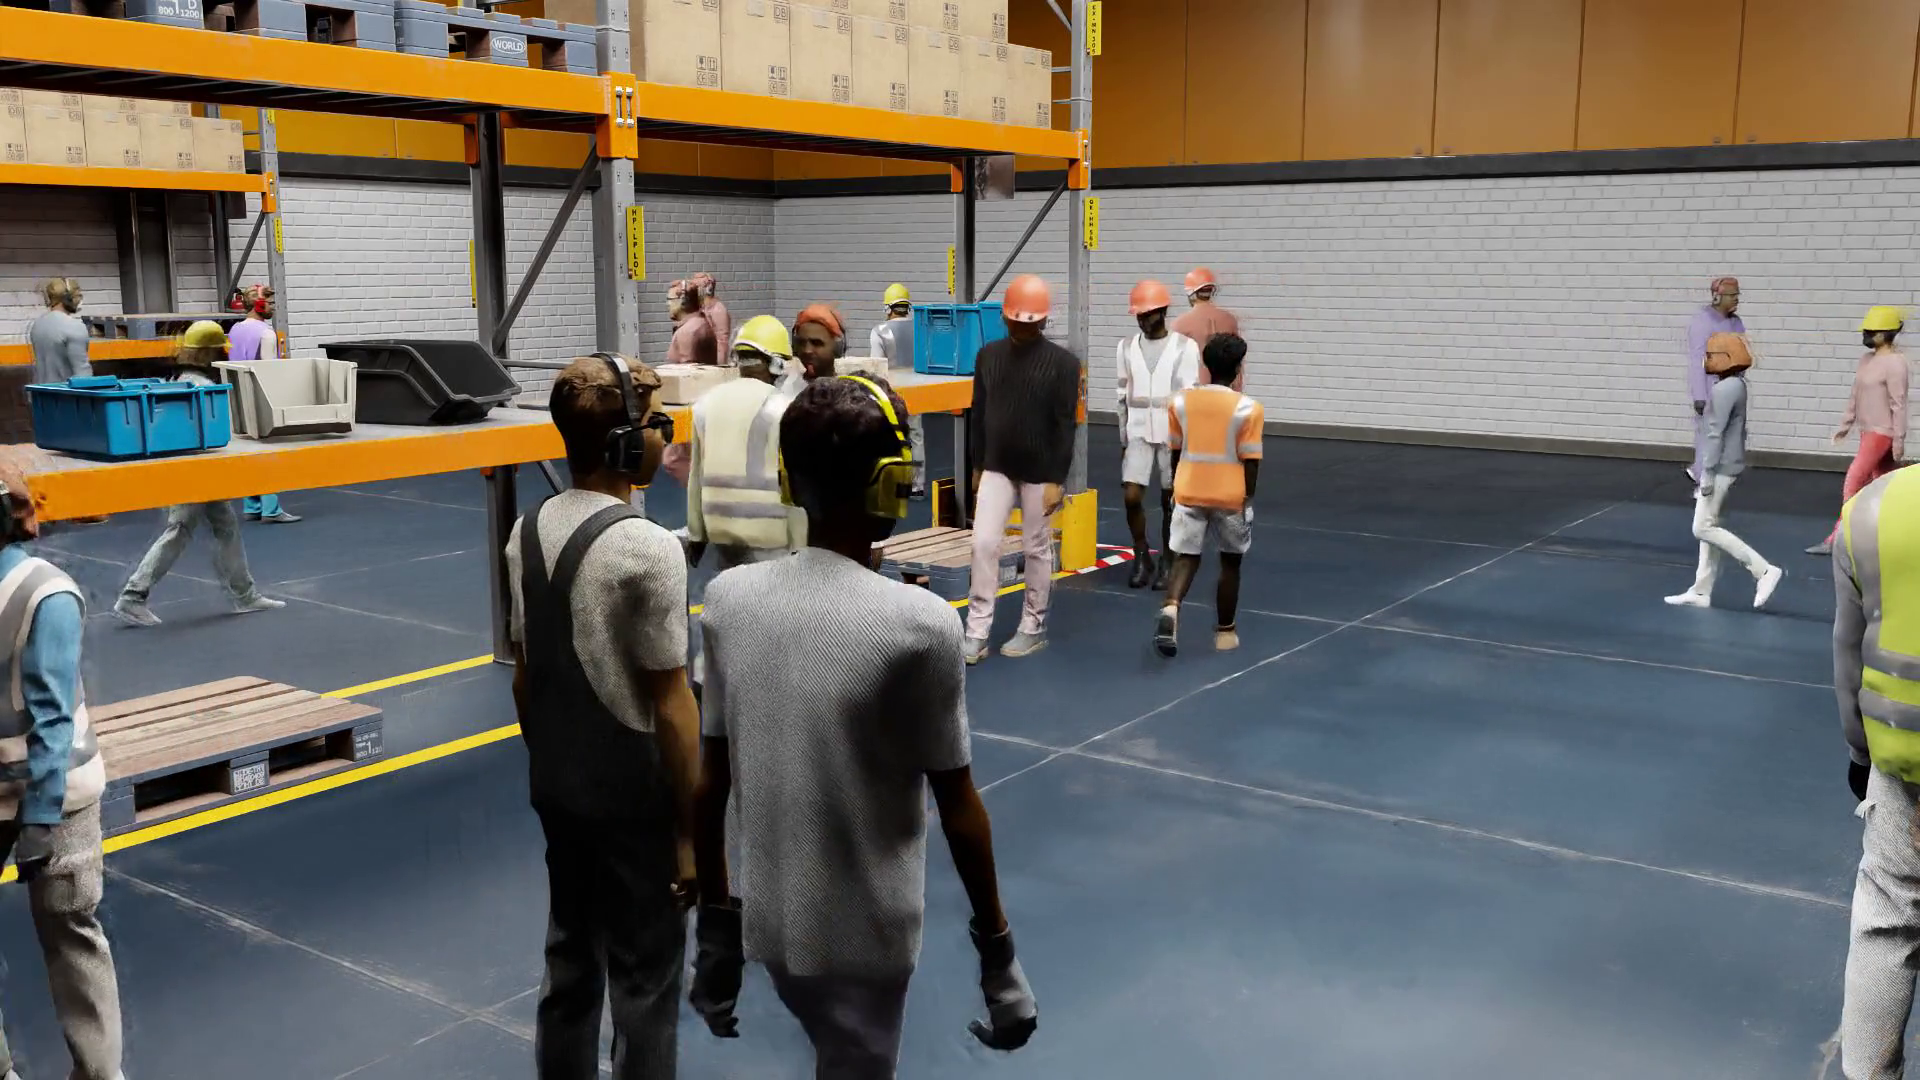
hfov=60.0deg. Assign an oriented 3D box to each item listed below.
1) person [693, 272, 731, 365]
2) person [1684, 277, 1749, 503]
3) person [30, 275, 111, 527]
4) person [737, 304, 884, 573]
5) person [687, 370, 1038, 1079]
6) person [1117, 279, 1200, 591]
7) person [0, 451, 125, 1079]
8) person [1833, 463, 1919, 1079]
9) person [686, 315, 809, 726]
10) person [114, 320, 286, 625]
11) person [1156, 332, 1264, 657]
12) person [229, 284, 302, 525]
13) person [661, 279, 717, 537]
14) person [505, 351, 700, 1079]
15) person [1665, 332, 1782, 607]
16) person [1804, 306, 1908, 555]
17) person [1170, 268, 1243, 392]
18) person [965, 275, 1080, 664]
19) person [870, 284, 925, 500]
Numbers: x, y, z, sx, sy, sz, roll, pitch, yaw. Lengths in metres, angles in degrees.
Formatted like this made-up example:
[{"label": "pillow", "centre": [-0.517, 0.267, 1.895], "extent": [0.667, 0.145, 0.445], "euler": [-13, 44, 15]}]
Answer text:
[{"label": "person", "centre": [-2.543, -1.701, 16.556], "extent": [0.410, 1.912, 0.643], "euler": [-7, 12, -38]}, {"label": "person", "centre": [6.345, -1.246, 13.905], "extent": [0.665, 1.888, 0.433], "euler": [-7, 12, -34]}, {"label": "person", "centre": [-6.760, -1.013, 12.465], "extent": [0.632, 1.920, 0.625], "euler": [6, 11, 32]}, {"label": "person", "centre": [-0.619, -0.059, 7.006], "extent": [0.586, 1.869, 0.740], "euler": [4, 10, 24]}, {"label": "person", "centre": [-0.144, 0.657, 2.719], "extent": [0.538, 1.849, 0.618], "euler": [8, 13, 40]}, {"label": "person", "centre": [1.207, -0.625, 10.153], "extent": [0.570, 1.914, 0.479], "euler": [4, 10, 21]}, {"label": "person", "centre": [-2.153, 0.603, 3.711], "extent": [0.519, 1.618, 0.556], "euler": [5, 11, 25]}, {"label": "person", "centre": [2.221, 0.503, 3.638], "extent": [0.429, 1.844, 0.627], "euler": [-5, 11, -28]}, {"label": "person", "centre": [-0.895, -0.041, 7.021], "extent": [0.599, 1.803, 0.562], "euler": [7, 12, 35]}, {"label": "person", "centre": [-4.331, -0.379, 9.313], "extent": [0.884, 1.699, 0.494], "euler": [-6, 11, -33]}, {"label": "person", "centre": [1.251, -0.209, 8.368], "extent": [0.530, 1.670, 0.680], "euler": [5, 11, 27]}, {"label": "person", "centre": [-5.403, -1.037, 12.801], "extent": [0.569, 1.840, 0.374], "euler": [7, 12, 38]}, {"label": "person", "centre": [-1.965, -0.935, 12.057], "extent": [0.425, 1.889, 0.675], "euler": [0, 10, -2]}, {"label": "person", "centre": [-0.694, 0.544, 3.384], "extent": [0.506, 1.846, 0.345], "euler": [7, 12, 38]}, {"label": "person", "centre": [4.428, -0.385, 9.574], "extent": [0.546, 1.618, 0.515], "euler": [6, 11, 32]}, {"label": "person", "centre": [6.340, -0.745, 11.420], "extent": [0.899, 1.724, 0.532], "euler": [1, 10, 7]}, {"label": "person", "centre": [1.928, -1.251, 13.743], "extent": [0.647, 1.946, 0.980], "euler": [-5, 11, -25]}, {"label": "person", "centre": [0.266, -0.328, 8.278], "extent": [0.646, 1.944, 0.788], "euler": [5, 11, 27]}, {"label": "person", "centre": [-0.516, -1.228, 13.968], "extent": [0.594, 1.832, 0.403], "euler": [-6, 11, -33]}]
